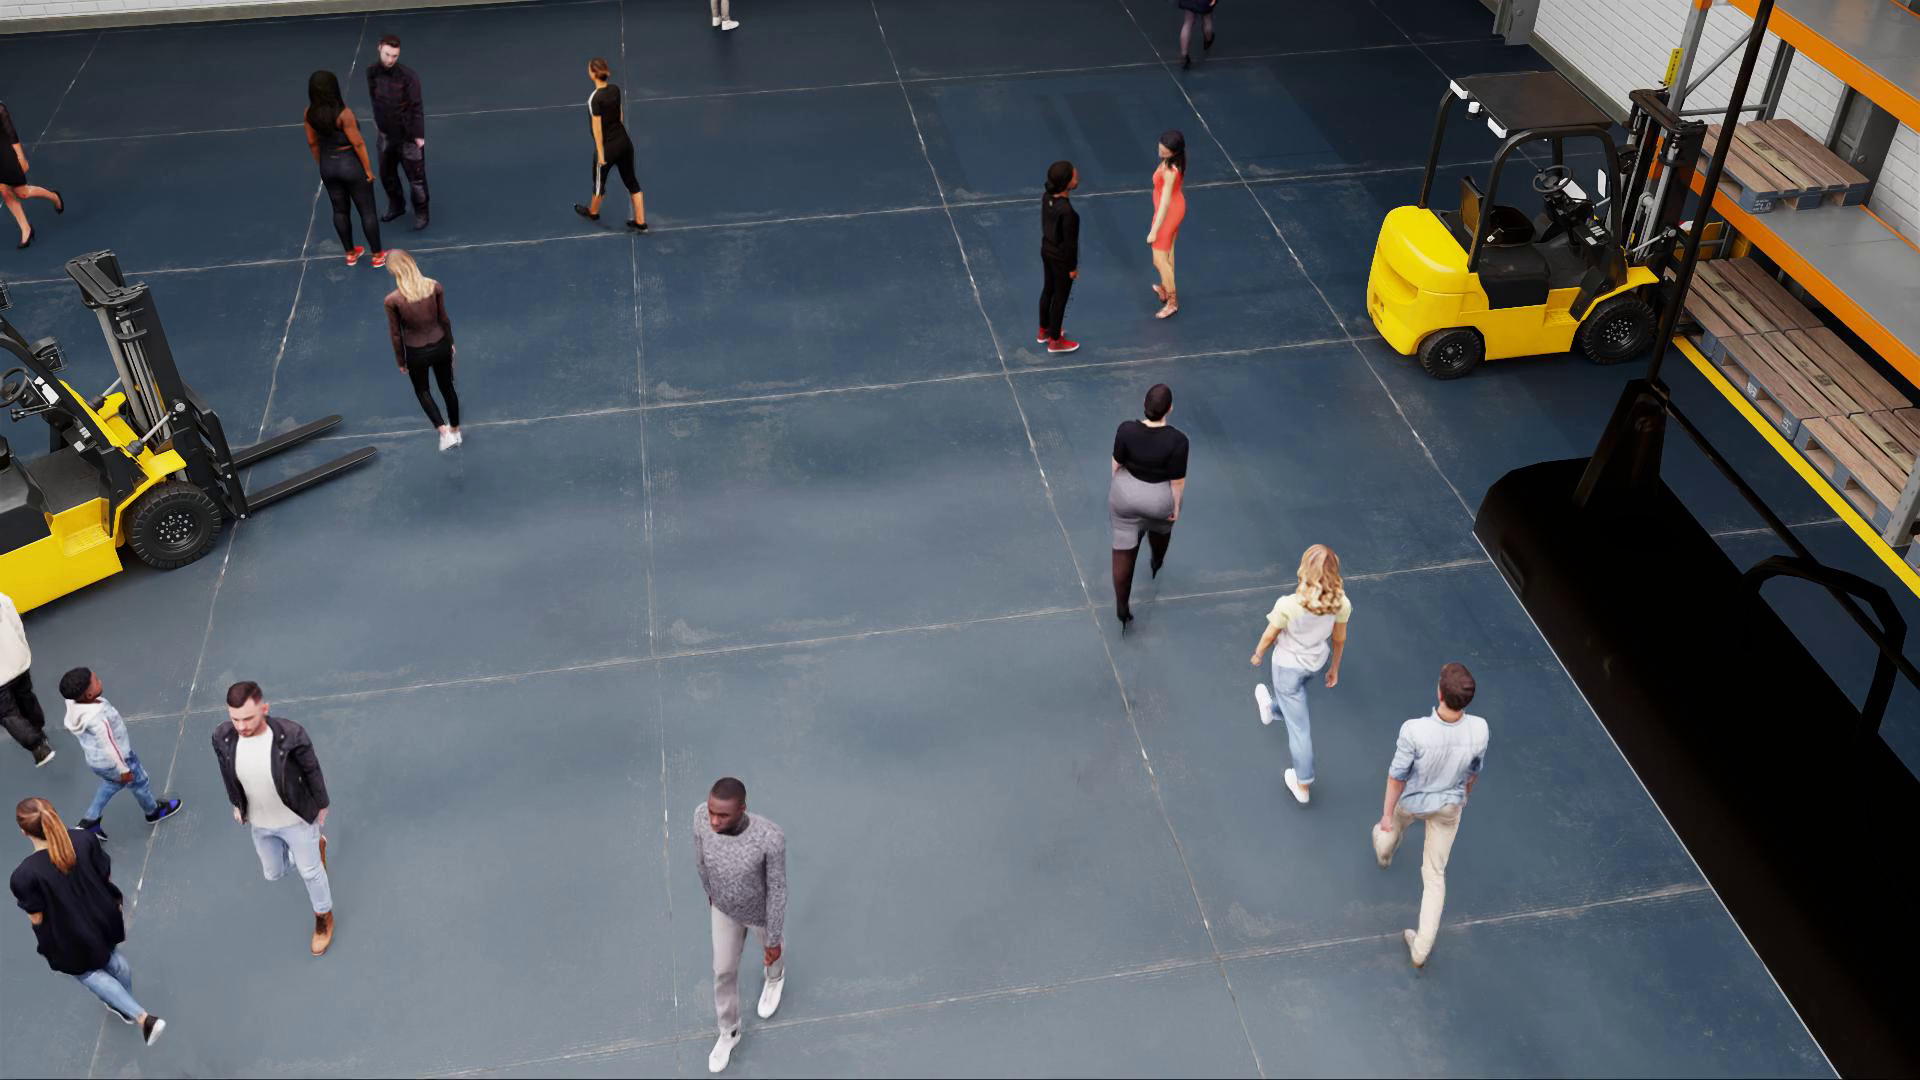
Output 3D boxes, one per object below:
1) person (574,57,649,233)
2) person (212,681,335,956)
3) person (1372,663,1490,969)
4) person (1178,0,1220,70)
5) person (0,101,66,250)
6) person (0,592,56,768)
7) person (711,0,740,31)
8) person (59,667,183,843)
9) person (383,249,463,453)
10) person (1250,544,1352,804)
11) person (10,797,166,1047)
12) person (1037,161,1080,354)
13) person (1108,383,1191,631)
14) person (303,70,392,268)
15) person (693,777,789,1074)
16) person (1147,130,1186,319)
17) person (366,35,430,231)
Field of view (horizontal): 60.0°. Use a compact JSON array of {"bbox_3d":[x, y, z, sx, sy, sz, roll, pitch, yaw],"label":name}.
[{"bbox_3d":[-3.107,-3.565,15.179,1.051,1.639,1.016,21,43,24],"label":"person"},{"bbox_3d":[-3.580,1.388,8.829,0.741,1.823,0.898,-1,39,-1],"label":"person"},{"bbox_3d":[2.482,1.460,8.758,0.840,1.800,1.294,1,39,1],"label":"person"},{"bbox_3d":[2.582,-5.979,18.211,1.012,1.627,1.166,15,41,18],"label":"person"},{"bbox_3d":[-8.585,-3.469,15.040,0.791,1.662,0.927,13,40,15],"label":"person"},{"bbox_3d":[-5.683,0.776,9.908,0.908,1.435,0.859,18,42,21],"label":"person"},{"bbox_3d":[-2.784,-6.612,19.172,0.560,1.418,0.645,31,48,32],"label":"person"},{"bbox_3d":[-4.903,1.240,9.477,0.791,1.246,0.818,29,47,31],"label":"person"},{"bbox_3d":[-3.932,-1.359,12.376,0.786,1.690,0.859,-22,44,-25],"label":"person"},{"bbox_3d":[2.001,0.817,9.670,0.703,1.666,1.146,-10,40,-13],"label":"person"},{"bbox_3d":[-4.297,1.943,8.257,0.985,1.670,0.930,23,44,26],"label":"person"},{"bbox_3d":[0.799,-2.317,13.588,0.711,1.674,0.547,-18,42,-21],"label":"person"},{"bbox_3d":[1.186,-0.190,10.891,0.970,1.717,1.188,10,40,13],"label":"person"},{"bbox_3d":[-5.432,-3.272,14.670,0.762,1.815,0.749,7,39,9],"label":"person"},{"bbox_3d":[-1.020,1.772,8.361,0.919,1.807,1.069,9,39,11],"label":"person"},{"bbox_3d":[1.781,-2.752,14.120,0.868,1.690,0.691,21,43,24],"label":"person"},{"bbox_3d":[-5.125,-3.713,15.170,0.894,1.881,0.801,19,42,22],"label":"person"}]
